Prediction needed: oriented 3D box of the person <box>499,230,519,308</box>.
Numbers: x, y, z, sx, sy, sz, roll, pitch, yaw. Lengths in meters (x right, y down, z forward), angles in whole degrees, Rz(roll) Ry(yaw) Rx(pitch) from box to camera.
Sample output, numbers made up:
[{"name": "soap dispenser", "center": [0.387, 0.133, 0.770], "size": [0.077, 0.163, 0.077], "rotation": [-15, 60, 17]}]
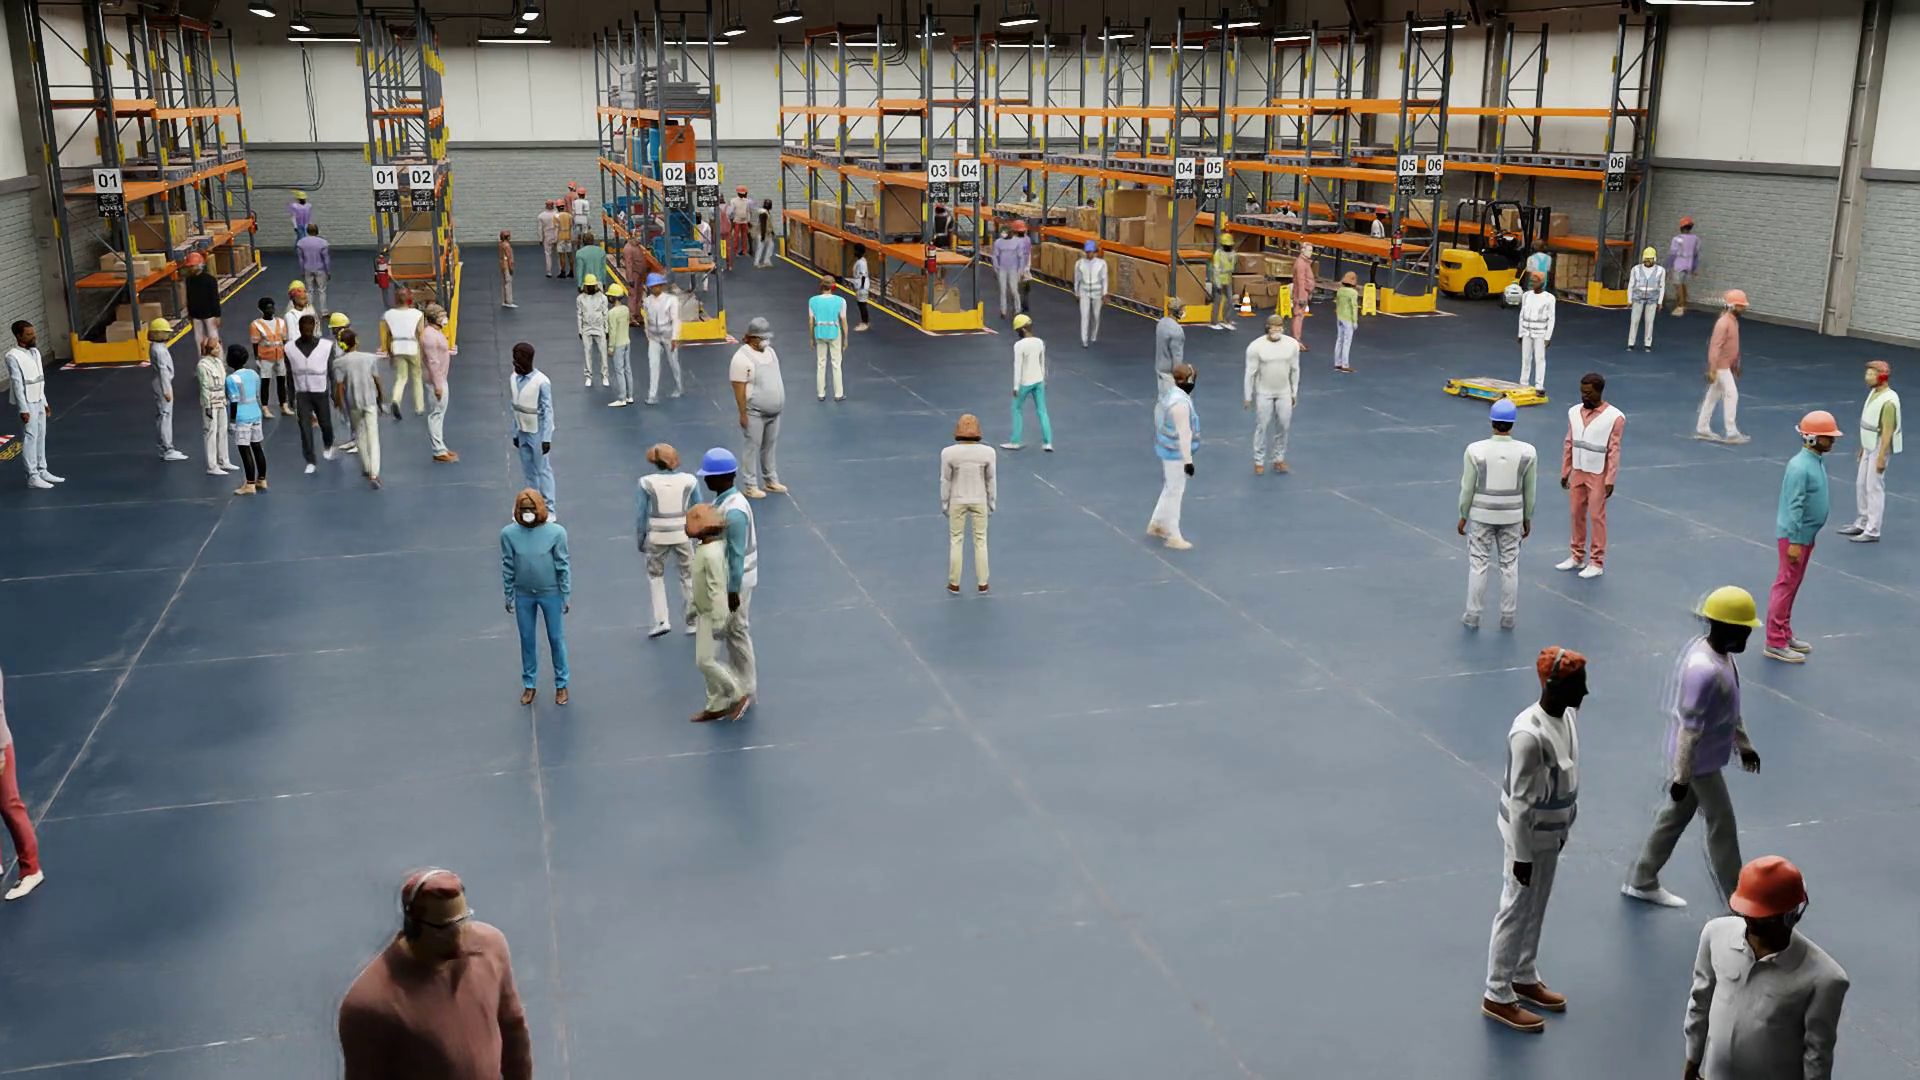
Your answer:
[{"name": "person", "center": [-9.652, -5.780, 35.454], "size": [0.309, 1.638, 0.522], "rotation": [-9, 17, -31]}]

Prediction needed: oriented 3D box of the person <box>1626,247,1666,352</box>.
[{"name": "person", "center": [12.028, -4.215, 29.195], "size": [0.603, 1.830, 0.404], "rotation": [6, 16, 21]}]

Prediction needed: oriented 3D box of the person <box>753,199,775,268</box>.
[{"name": "person", "center": [-5.142, -8.048, 43.711], "size": [0.666, 1.789, 0.645], "rotation": [0, 15, -1]}]

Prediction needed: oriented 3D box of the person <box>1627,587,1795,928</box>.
[{"name": "person", "center": [4.074, 1.160, 8.877], "size": [0.855, 1.886, 0.596], "rotation": [8, 17, 27]}]

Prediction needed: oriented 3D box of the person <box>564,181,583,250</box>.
[{"name": "person", "center": [-11.331, -9.519, 48.846], "size": [0.610, 1.995, 0.375], "rotation": [8, 17, 28]}]

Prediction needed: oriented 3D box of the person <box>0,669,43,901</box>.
[{"name": "person", "center": [-5.453, 1.146, 9.181], "size": [0.517, 1.759, 0.348], "rotation": [5, 16, 19]}]

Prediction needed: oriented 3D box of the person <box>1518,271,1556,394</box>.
[{"name": "person", "center": [8.522, -3.035, 24.660], "size": [0.359, 1.882, 0.575], "rotation": [-9, 18, -32]}]

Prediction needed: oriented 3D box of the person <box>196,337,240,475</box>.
[{"name": "person", "center": [-8.829, -1.590, 19.713], "size": [0.312, 1.633, 0.518], "rotation": [1, 15, 3]}]

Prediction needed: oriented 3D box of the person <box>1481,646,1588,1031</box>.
[{"name": "person", "center": [2.768, 1.411, 7.957], "size": [0.359, 1.878, 0.579], "rotation": [12, 19, 38]}]

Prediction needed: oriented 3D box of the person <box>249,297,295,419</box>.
[{"name": "person", "center": [-9.583, -2.532, 23.138], "size": [0.319, 1.690, 0.530], "rotation": [12, 19, 39]}]

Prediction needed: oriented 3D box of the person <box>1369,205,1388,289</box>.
[{"name": "person", "center": [9.783, -6.843, 38.885], "size": [0.358, 1.936, 0.552], "rotation": [5, 16, 17]}]

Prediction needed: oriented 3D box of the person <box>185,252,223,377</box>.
[{"name": "person", "center": [-12.080, -3.588, 26.540], "size": [0.621, 1.987, 0.408], "rotation": [5, 16, 17]}]

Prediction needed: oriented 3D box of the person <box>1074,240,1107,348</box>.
[{"name": "person", "center": [2.357, -4.453, 29.951], "size": [0.600, 1.914, 0.930], "rotation": [1, 15, 6]}]

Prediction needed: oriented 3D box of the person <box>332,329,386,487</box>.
[{"name": "person", "center": [-6.883, -1.527, 19.124], "size": [0.546, 1.814, 0.945], "rotation": [-6, 16, -21]}]

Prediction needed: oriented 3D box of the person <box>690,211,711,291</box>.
[{"name": "person", "center": [-6.050, -6.661, 38.397], "size": [0.619, 1.838, 0.430], "rotation": [0, 15, -1]}]

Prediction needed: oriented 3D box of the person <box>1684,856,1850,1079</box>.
[{"name": "person", "center": [2.905, 1.966, 6.117], "size": [0.352, 1.744, 0.557], "rotation": [-10, 18, -33]}]

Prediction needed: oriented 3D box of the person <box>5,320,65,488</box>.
[{"name": "person", "center": [-10.627, -1.555, 19.019], "size": [0.392, 1.922, 0.591], "rotation": [-2, 15, -6]}]

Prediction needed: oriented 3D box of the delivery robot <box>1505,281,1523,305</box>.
[{"name": "delivery robot", "center": [11.810, -5.268, 35.427], "size": [0.477, 0.478, 0.707], "rotation": [5, 15, 17]}]

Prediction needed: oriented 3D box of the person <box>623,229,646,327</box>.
[{"name": "person", "center": [-6.320, -5.126, 32.510], "size": [0.402, 1.900, 0.645], "rotation": [3, 15, 9]}]

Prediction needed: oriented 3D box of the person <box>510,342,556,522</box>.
[{"name": "person", "center": [-4.451, -1.112, 17.357], "size": [0.590, 1.919, 0.393], "rotation": [12, 19, 39]}]

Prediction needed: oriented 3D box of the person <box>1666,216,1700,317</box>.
[{"name": "person", "center": [14.779, -5.596, 34.023], "size": [0.615, 2.041, 0.440], "rotation": [-4, 15, -15]}]

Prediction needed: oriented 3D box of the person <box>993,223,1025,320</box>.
[{"name": "person", "center": [0.978, -5.408, 33.497], "size": [0.641, 1.936, 0.381], "rotation": [6, 16, 21]}]

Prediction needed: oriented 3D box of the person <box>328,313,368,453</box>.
[{"name": "person", "center": [-7.706, -1.976, 20.910], "size": [0.329, 1.762, 0.523], "rotation": [-10, 18, -32]}]

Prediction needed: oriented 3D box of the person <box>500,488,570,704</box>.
[{"name": "person", "center": [-3.095, 0.411, 12.186], "size": [0.500, 1.627, 0.278], "rotation": [0, 15, 1]}]

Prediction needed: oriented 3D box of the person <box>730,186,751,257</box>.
[{"name": "person", "center": [-6.147, -8.936, 46.667], "size": [0.610, 1.986, 0.393], "rotation": [-10, 18, -34]}]

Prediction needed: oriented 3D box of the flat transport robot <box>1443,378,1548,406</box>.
[{"name": "flat transport robot", "center": [7.942, -2.221, 24.685], "size": [0.652, 0.197, 1.431], "rotation": [-8, 17, -29]}]

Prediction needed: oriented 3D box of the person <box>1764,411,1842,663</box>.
[{"name": "person", "center": [6.666, -0.040, 13.174], "size": [0.381, 1.996, 0.608], "rotation": [11, 18, 35]}]

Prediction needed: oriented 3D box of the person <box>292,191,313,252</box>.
[{"name": "person", "center": [-18.424, -8.850, 46.592], "size": [0.594, 1.869, 0.950], "rotation": [-11, 18, -36]}]

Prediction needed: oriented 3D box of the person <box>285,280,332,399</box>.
[{"name": "person", "center": [-9.565, -2.892, 24.308], "size": [0.602, 1.788, 0.745], "rotation": [13, 20, 41]}]

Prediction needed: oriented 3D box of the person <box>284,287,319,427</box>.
[{"name": "person", "center": [-8.925, -2.491, 22.614], "size": [0.353, 1.883, 0.578], "rotation": [0, 15, 0]}]

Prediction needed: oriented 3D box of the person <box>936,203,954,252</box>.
[{"name": "person", "center": [-0.392, -8.295, 44.509], "size": [0.527, 1.851, 0.468], "rotation": [3, 15, 12]}]

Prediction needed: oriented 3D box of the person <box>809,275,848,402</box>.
[{"name": "person", "center": [-1.928, -2.945, 24.393], "size": [0.573, 1.844, 0.376], "rotation": [2, 15, 8]}]

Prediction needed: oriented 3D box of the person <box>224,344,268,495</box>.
[{"name": "person", "center": [-8.043, -1.355, 18.687], "size": [0.316, 1.700, 0.540], "rotation": [2, 15, 8]}]

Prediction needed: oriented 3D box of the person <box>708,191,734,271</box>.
[{"name": "person", "center": [-6.187, -7.955, 42.871], "size": [0.684, 2.000, 0.535], "rotation": [-9, 17, -31]}]

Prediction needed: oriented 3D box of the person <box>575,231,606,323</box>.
[{"name": "person", "center": [-6.955, -4.849, 31.409], "size": [0.631, 1.932, 0.370], "rotation": [-13, 20, -40]}]

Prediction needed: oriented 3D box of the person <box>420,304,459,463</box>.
[{"name": "person", "center": [-6.383, -1.916, 20.343], "size": [0.371, 1.940, 0.627], "rotation": [-3, 15, -12]}]
